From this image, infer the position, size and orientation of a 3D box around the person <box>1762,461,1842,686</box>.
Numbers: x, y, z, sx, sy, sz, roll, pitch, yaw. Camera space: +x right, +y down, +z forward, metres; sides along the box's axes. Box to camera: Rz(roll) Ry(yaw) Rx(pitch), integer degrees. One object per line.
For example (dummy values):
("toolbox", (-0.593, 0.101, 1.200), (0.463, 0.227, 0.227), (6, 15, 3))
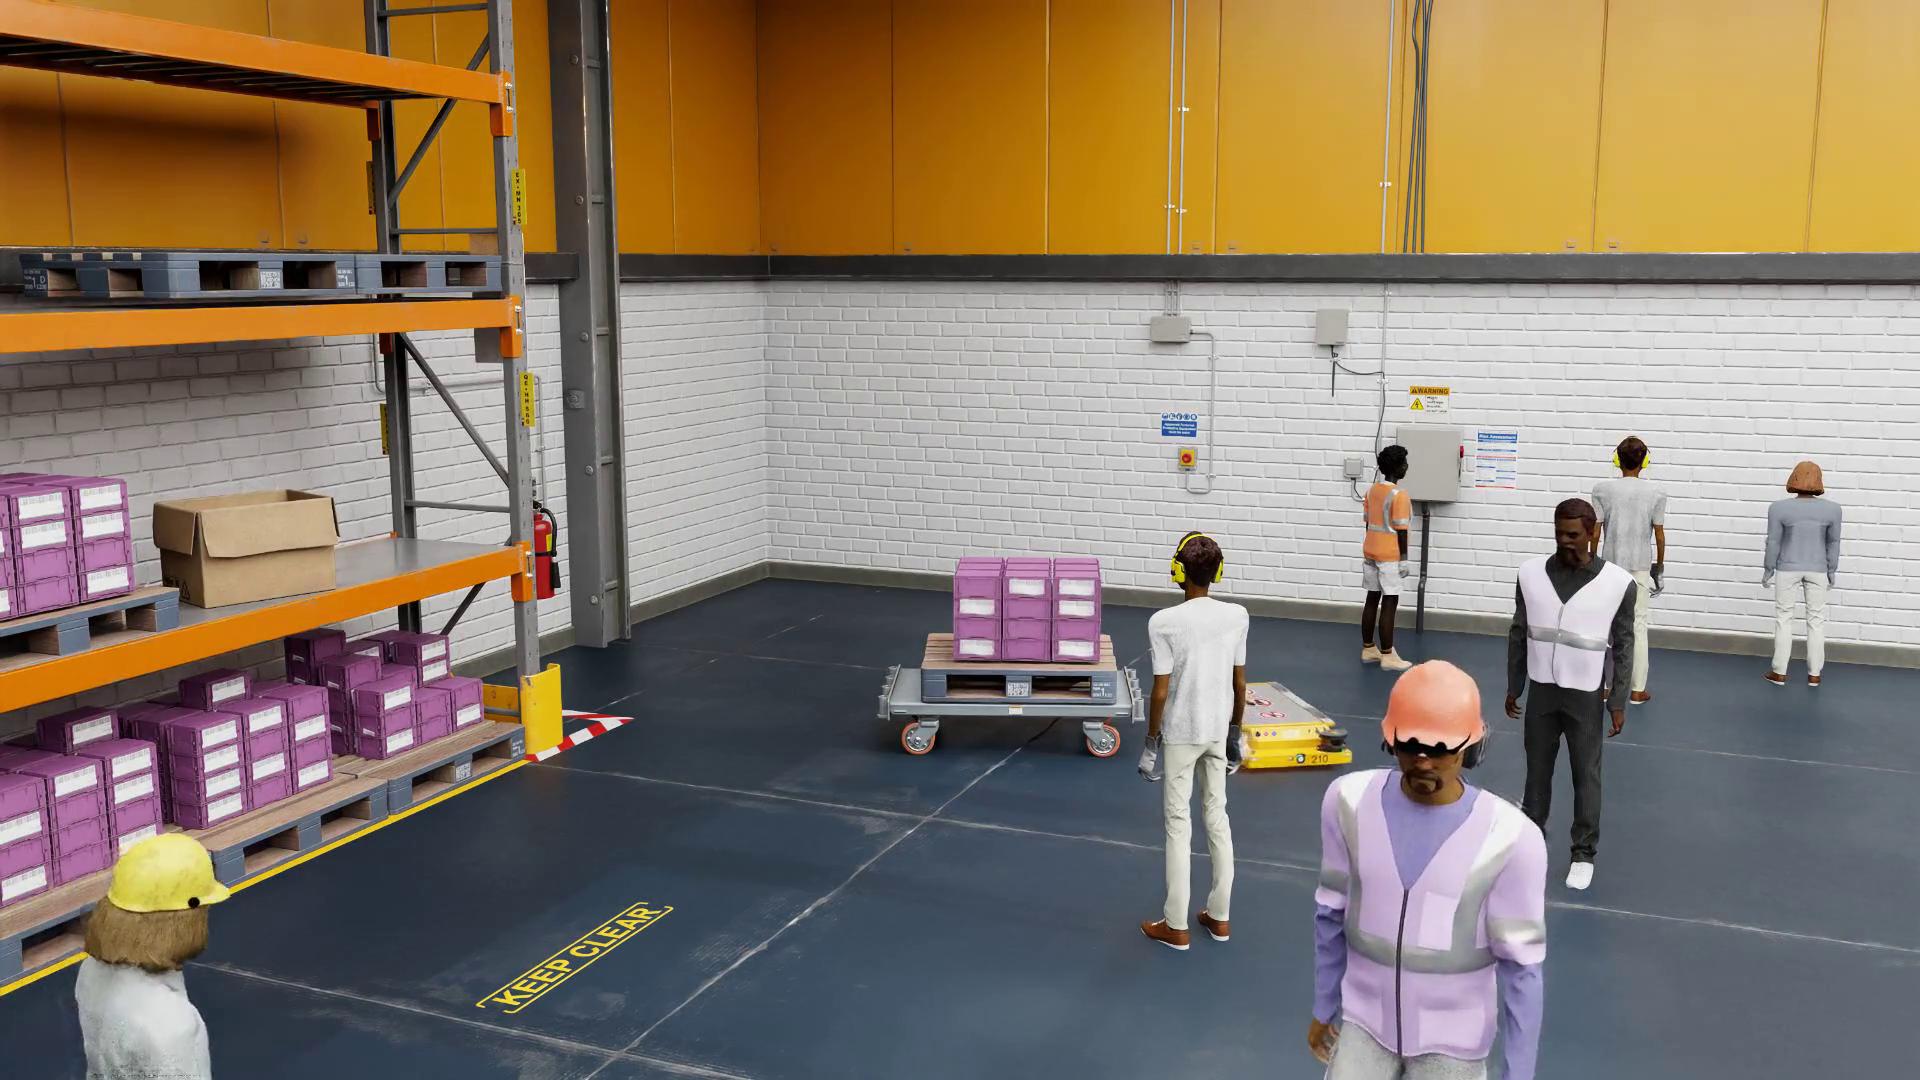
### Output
("person", (6.078, 0.244, 12.032), (0.498, 1.634, 0.281), (2, 10, 15))

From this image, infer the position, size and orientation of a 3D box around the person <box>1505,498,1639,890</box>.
("person", (2.985, 0.750, 8.182), (0.598, 1.892, 0.378), (8, 12, 39))

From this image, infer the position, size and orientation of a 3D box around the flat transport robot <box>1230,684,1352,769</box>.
("flat transport robot", (1.917, 1.153, 10.644), (0.652, 0.197, 1.431), (-2, 10, -10))

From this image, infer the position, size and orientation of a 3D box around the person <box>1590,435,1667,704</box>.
("person", (4.624, 0.207, 11.545), (0.511, 1.872, 0.328), (4, 10, 21))

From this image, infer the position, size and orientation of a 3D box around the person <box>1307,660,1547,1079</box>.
("person", (1.162, 1.315, 4.336), (0.646, 2.027, 0.636), (6, 11, 33))

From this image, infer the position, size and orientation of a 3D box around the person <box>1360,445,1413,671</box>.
("person", (3.221, 0.128, 12.545), (0.322, 1.697, 0.534), (-2, 10, -15))

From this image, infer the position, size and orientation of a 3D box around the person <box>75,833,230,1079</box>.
("person", (-1.889, 1.529, 3.963), (0.500, 1.721, 0.371), (9, 13, 44))

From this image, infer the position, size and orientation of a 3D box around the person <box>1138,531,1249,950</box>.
("person", (1.035, 0.889, 7.416), (0.521, 1.871, 0.325), (-4, 10, -23))
